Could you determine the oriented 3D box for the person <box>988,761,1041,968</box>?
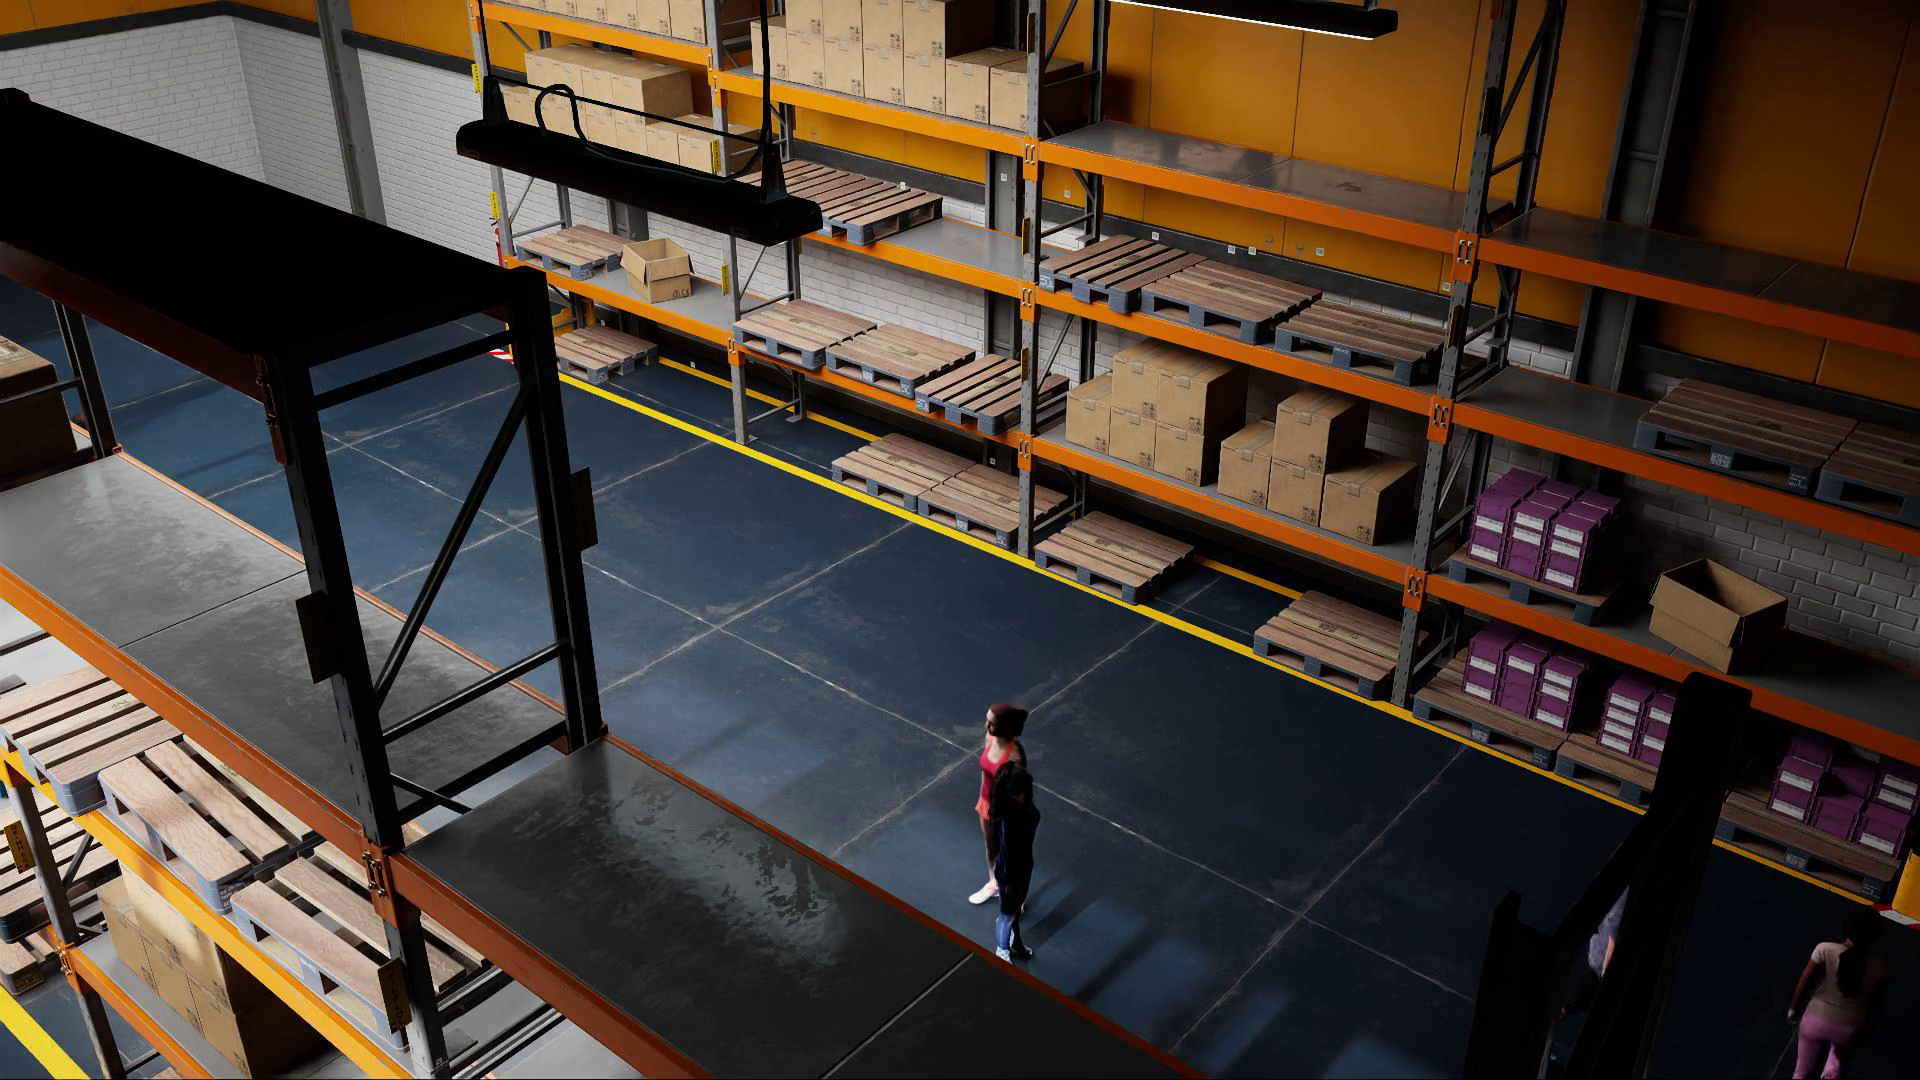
[{"bbox_3d":[0.358,2.149,10.910,0.653,1.617,0.673,11,30,19],"label":"person"}]

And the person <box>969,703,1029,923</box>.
[{"bbox_3d":[0.292,1.834,11.348,0.657,1.750,0.499,-22,35,-34],"label":"person"}]

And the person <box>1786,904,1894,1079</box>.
[{"bbox_3d":[4.996,2.843,9.520,0.635,1.730,0.739,12,31,21],"label":"person"}]
